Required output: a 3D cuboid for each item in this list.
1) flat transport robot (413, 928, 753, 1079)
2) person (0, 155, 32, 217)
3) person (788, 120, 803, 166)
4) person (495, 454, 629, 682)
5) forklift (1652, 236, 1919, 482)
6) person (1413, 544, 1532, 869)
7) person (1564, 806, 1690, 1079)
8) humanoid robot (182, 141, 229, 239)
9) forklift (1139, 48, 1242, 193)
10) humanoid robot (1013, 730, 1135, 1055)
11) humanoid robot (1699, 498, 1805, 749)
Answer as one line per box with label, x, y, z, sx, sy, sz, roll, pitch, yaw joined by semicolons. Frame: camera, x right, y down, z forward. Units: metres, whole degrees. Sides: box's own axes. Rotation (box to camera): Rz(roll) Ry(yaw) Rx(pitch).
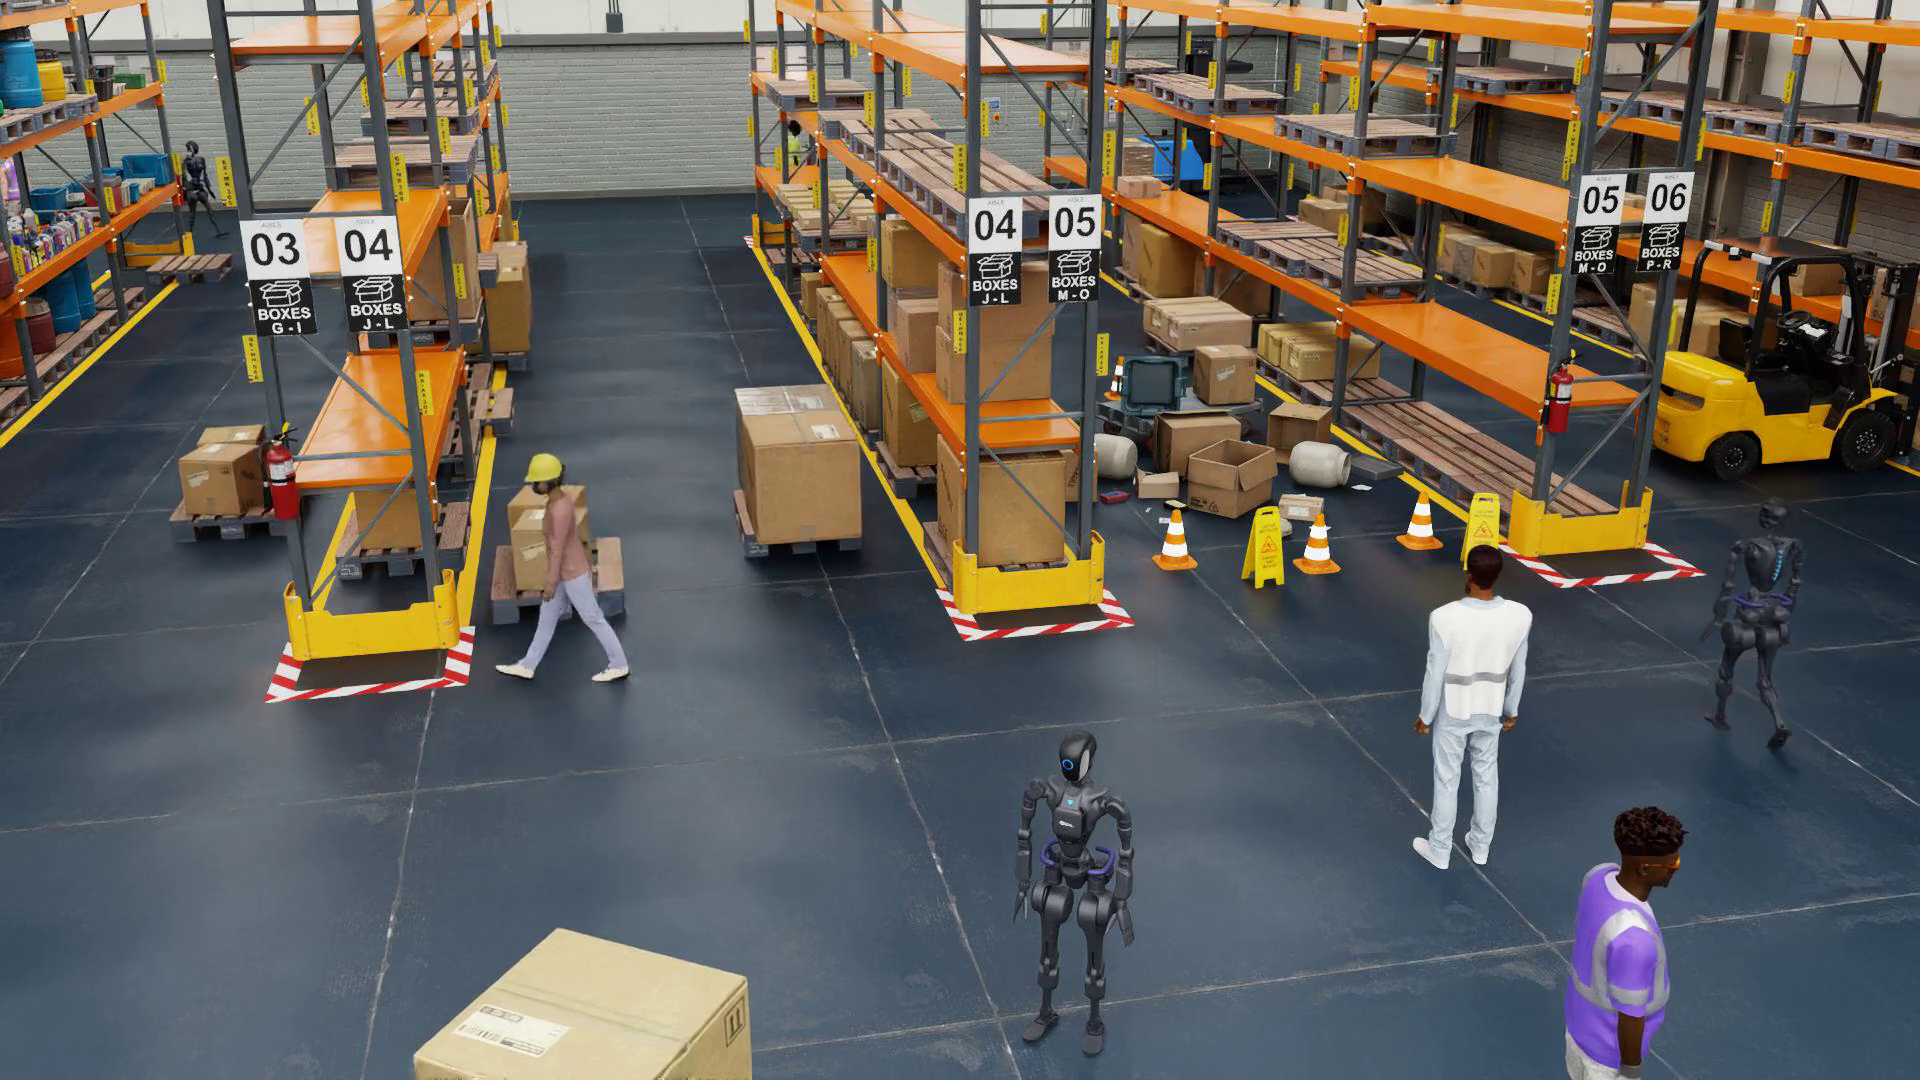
flat transport robot;-1.397;2.853;6.519;1.431;0.231;0.659;-17;26;-39
person;-15.367;-5.565;27.152;0.347;1.688;0.491;11;23;27
person;-3.016;-6.916;30.779;0.405;1.682;0.554;-1;20;-2
person;-2.787;0.221;11.534;0.924;1.705;0.534;-6;21;-15
forklift;8.013;-1.814;16.330;2.313;2.155;1.214;-4;21;-12
person;2.852;0.944;9.294;0.595;1.916;0.375;-3;21;-8
person;2.580;1.932;6.570;0.362;1.961;0.606;2;20;5
humanoid robot;-12.885;-5.919;28.158;0.738;1.625;0.600;6;21;17
forklift;4.566;-8.313;32.860;1.873;2.768;1.129;-4;21;-12
humanoid robot;0.541;1.637;7.753;0.599;1.657;0.315;8;22;21
humanoid robot;5.171;0.539;10.756;0.590;1.641;0.650;-3;21;-8
